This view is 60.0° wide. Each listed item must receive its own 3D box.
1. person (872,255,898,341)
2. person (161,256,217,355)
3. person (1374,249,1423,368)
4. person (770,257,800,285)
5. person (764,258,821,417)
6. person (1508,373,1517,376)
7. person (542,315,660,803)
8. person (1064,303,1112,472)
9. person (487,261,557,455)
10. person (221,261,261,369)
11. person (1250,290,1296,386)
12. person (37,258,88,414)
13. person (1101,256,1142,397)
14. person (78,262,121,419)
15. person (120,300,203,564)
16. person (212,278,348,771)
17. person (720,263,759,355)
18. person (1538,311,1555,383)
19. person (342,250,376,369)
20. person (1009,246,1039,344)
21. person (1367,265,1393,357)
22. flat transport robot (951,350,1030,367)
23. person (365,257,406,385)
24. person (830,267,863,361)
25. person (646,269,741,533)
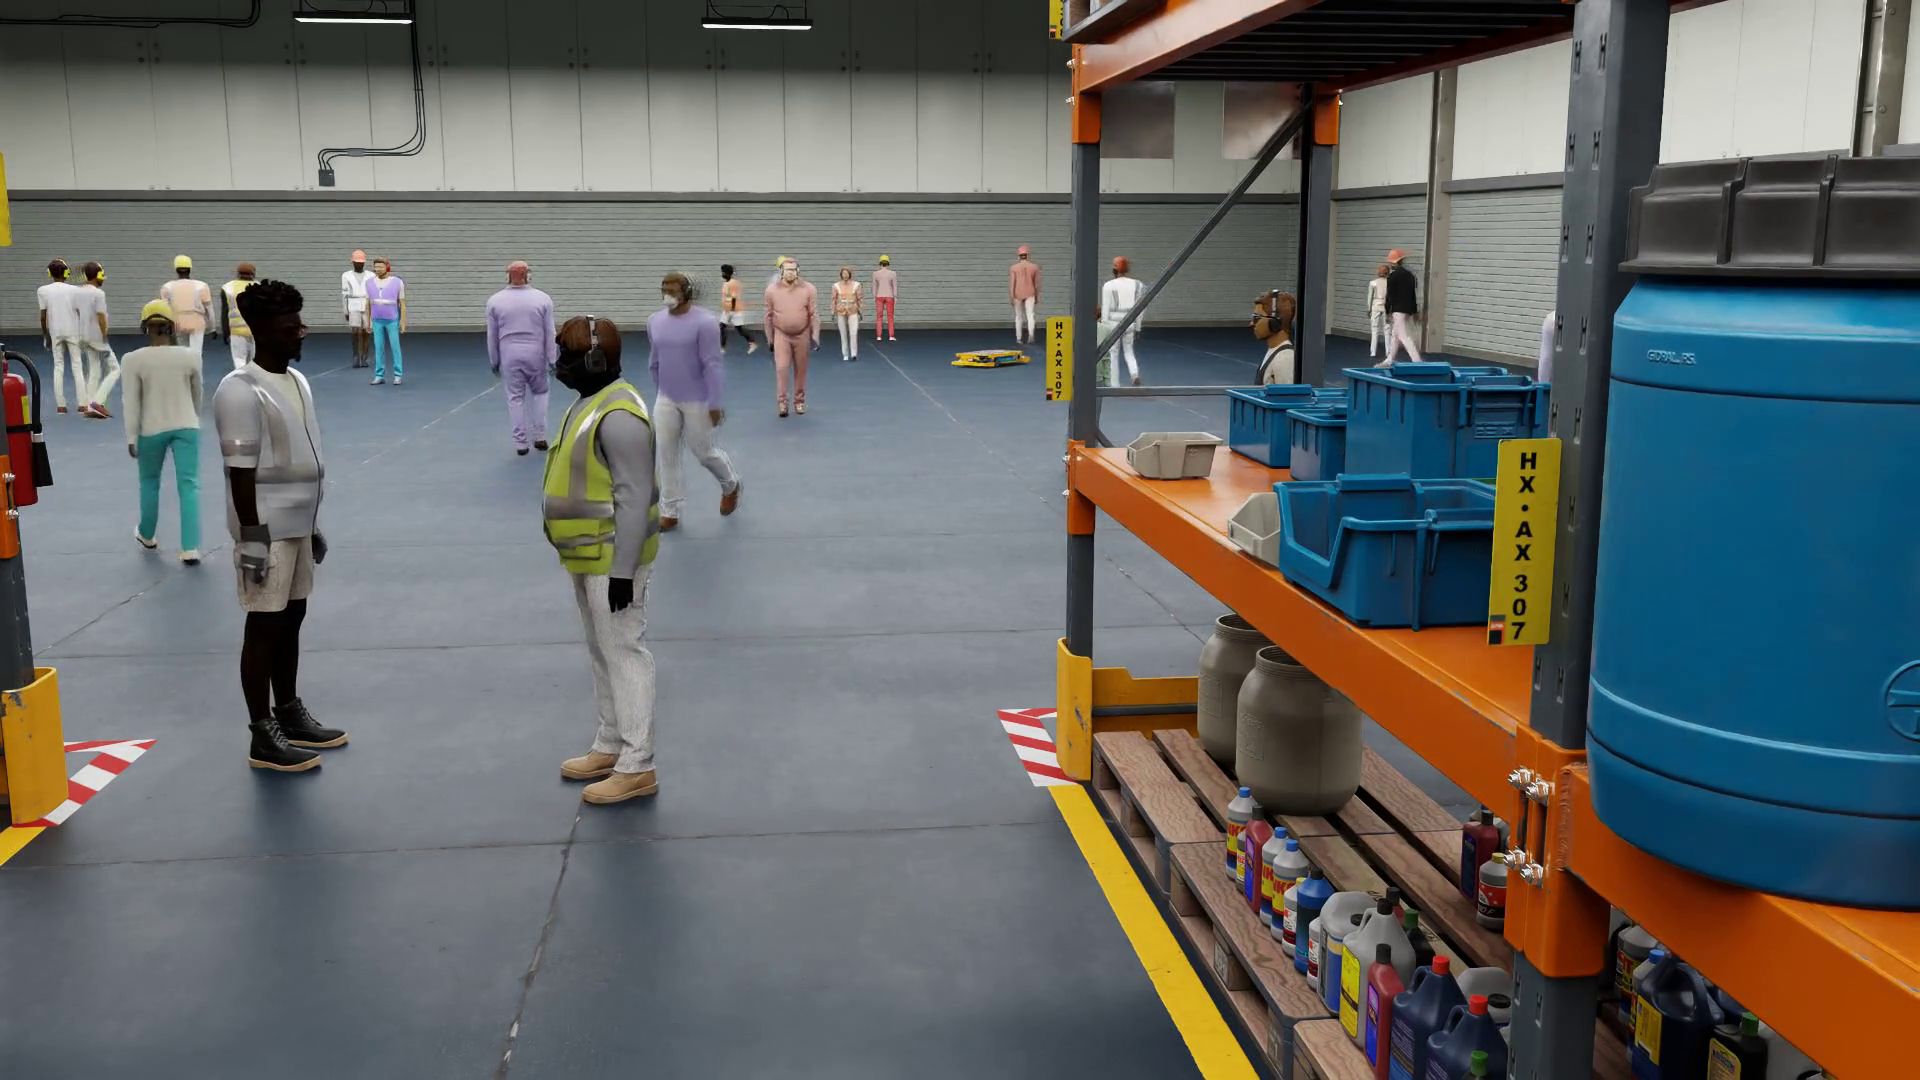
[{"bbox_3d":[-1.534,-4.950,34.072,0.525,1.766,0.322,1,10,7],"label":"person"},{"bbox_3d":[-10.198,-2.812,22.041,0.597,1.875,0.992,-2,11,-11],"label":"person"},{"bbox_3d":[7.057,-3.632,26.388,0.665,1.943,1.004,-9,13,-39],"label":"person"},{"bbox_3d":[-3.059,-4.139,29.620,0.603,1.770,0.904,6,12,29],"label":"person"},{"bbox_3d":[-1.989,-2.397,19.786,0.659,1.869,0.914,-1,10,-8],"label":"person"},{"bbox_3d":[2.183,0.151,6.520,0.523,1.610,0.557,-2,10,-10],"label":"person"},{"bbox_3d":[-1.362,0.070,6.332,0.429,1.842,0.629,-5,11,-24],"label":"person"},{"bbox_3d":[1.142,-1.423,15.090,0.500,1.633,0.282,-3,11,-17],"label":"person"},{"bbox_3d":[-4.309,-1.800,16.440,0.673,1.887,0.657,-2,10,-9],"label":"person"},{"bbox_3d":[-9.162,-2.678,21.447,0.647,1.825,0.443,-5,11,-24],"label":"person"},{"bbox_3d":[1.726,-0.442,9.134,0.329,1.844,0.515,1,10,7],"label":"person"},{"bbox_3d":[-10.800,-2.452,20.083,0.511,1.872,0.328,-2,11,-13],"label":"person"},{"bbox_3d":[2.150,-2.817,22.062,0.603,1.871,0.598,-4,11,-21],"label":"person"},{"bbox_3d":[-10.108,-2.326,19.479,0.565,1.842,0.441,6,12,31],"label":"person"},{"bbox_3d":[-5.271,-0.720,11.021,0.517,1.713,0.941,-7,13,-36],"label":"person"},{"bbox_3d":[-2.757,-0.066,6.739,0.371,1.966,0.608,0,10,2],"label":"person"},{"bbox_3d":[-4.063,-4.151,29.958,0.820,1.661,0.534,-6,12,-29],"label":"person"},{"bbox_3d":[4.895,-1.185,13.219,0.634,1.839,0.429,0,10,2],"label":"person"},{"bbox_3d":[-9.726,-3.743,27.043,0.543,1.908,0.755,-4,11,-23],"label":"person"},{"bbox_3d":[1.293,-4.876,33.137,0.609,1.964,0.913,0,10,-2],"label":"person"},{"bbox_3d":[7.492,-4.056,29.513,0.523,1.636,0.310,3,11,14],"label":"person"},{"bbox_3d":[0.516,-3.023,27.599,0.652,0.197,1.431,7,12,33],"label":"flat transport robot"},{"bbox_3d":[-8.286,-3.155,24.013,0.571,1.840,0.374,0,10,1],"label":"person"},{"bbox_3d":[-1.943,-3.848,28.450,0.549,1.597,0.814,0,10,-2],"label":"person"},{"bbox_3d":[-1.965,-1.038,12.246,0.638,1.914,0.854,5,12,26],"label":"person"}]
